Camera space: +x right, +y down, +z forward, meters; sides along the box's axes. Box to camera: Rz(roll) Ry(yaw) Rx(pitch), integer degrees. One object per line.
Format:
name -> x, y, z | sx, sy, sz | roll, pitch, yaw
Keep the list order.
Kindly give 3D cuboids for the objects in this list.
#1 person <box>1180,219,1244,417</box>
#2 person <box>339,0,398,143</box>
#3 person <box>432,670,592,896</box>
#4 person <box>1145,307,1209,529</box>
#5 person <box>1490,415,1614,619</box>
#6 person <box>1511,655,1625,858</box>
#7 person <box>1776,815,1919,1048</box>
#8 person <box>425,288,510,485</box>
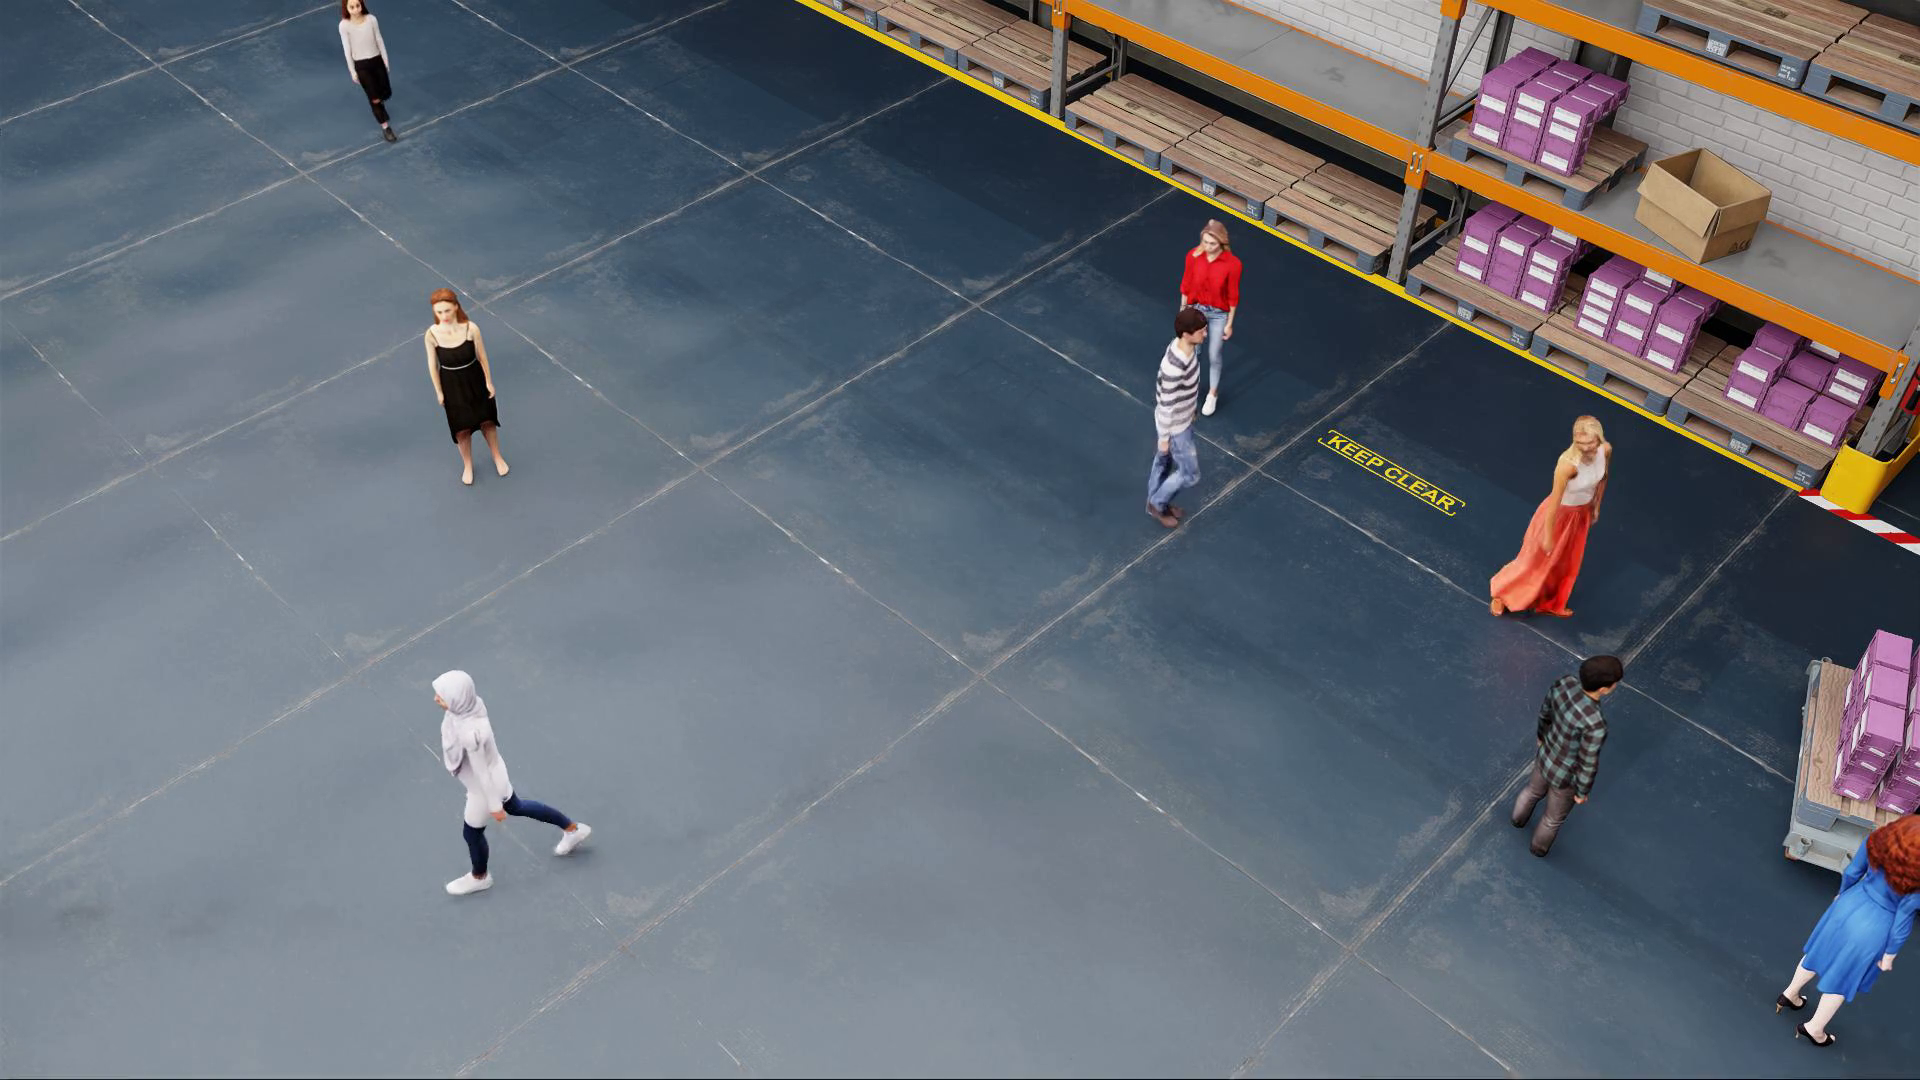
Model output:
person -> 1.899, -1.725, 12.694 | 0.597, 1.701, 0.748 | 17, 46, 17
person -> -5.646, -4.535, 15.810 | 0.622, 1.473, 0.790 | -26, 49, -24
person -> -2.591, 1.349, 9.438 | 1.031, 1.741, 1.149 | -12, 45, -12
person -> 1.422, -0.862, 11.688 | 0.798, 1.840, 0.788 | 13, 45, 13
person -> 4.017, -0.155, 10.985 | 0.796, 1.786, 0.792 | 31, 52, 29
person -> 3.533, 1.289, 9.747 | 0.791, 1.714, 0.679 | -10, 45, -10
person -> 4.680, 2.027, 8.664 | 0.770, 1.829, 0.680 | -8, 44, -8
person -> -3.615, -1.138, 12.134 | 0.655, 1.625, 0.683 | -15, 46, -15
